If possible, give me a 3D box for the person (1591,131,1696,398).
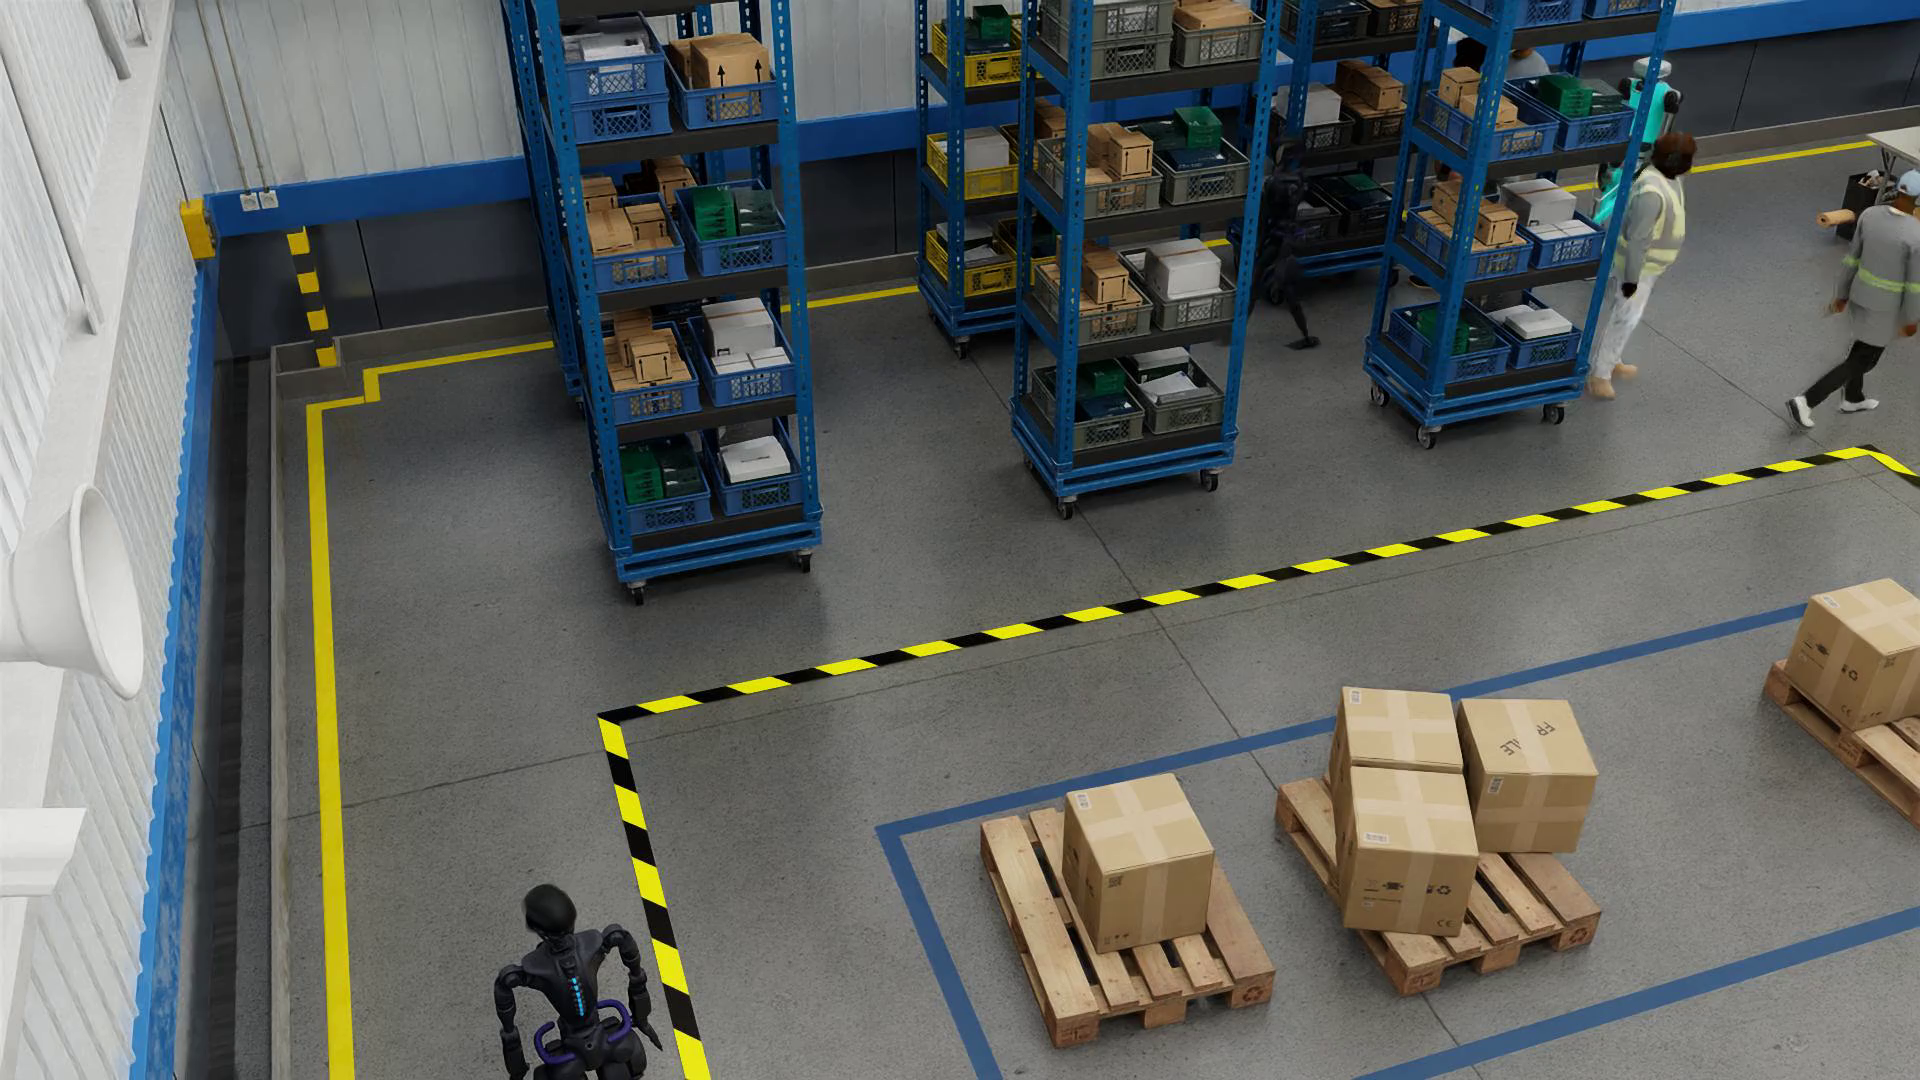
[{"bbox_3d":[4.665,-1.879,11.386,0.432,1.824,0.746,21,40,27],"label":"person"}]

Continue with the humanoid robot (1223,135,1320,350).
[{"bbox_3d":[2.257,-2.077,11.821,0.787,1.630,0.590,-4,35,-6],"label":"humanoid robot"}]

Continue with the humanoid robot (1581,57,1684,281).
[{"bbox_3d":[4.957,-2.738,12.680,0.869,1.776,0.570,-18,39,-24],"label":"humanoid robot"}]

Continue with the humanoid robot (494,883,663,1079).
[{"bbox_3d":[-1.394,1.893,6.137,0.599,1.656,0.315,-18,39,-23],"label":"humanoid robot"}]

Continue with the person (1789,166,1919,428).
[{"bbox_3d":[5.985,-1.573,10.932,0.817,1.827,0.586,-8,36,-11],"label":"person"}]

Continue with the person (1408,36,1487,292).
[{"bbox_3d":[3.751,-2.839,12.609,0.361,1.963,0.611,24,42,30],"label":"person"}]

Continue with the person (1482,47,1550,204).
[{"bbox_3d":[4.309,-3.179,13.114,0.354,1.937,0.632,-12,37,-16],"label":"person"}]
